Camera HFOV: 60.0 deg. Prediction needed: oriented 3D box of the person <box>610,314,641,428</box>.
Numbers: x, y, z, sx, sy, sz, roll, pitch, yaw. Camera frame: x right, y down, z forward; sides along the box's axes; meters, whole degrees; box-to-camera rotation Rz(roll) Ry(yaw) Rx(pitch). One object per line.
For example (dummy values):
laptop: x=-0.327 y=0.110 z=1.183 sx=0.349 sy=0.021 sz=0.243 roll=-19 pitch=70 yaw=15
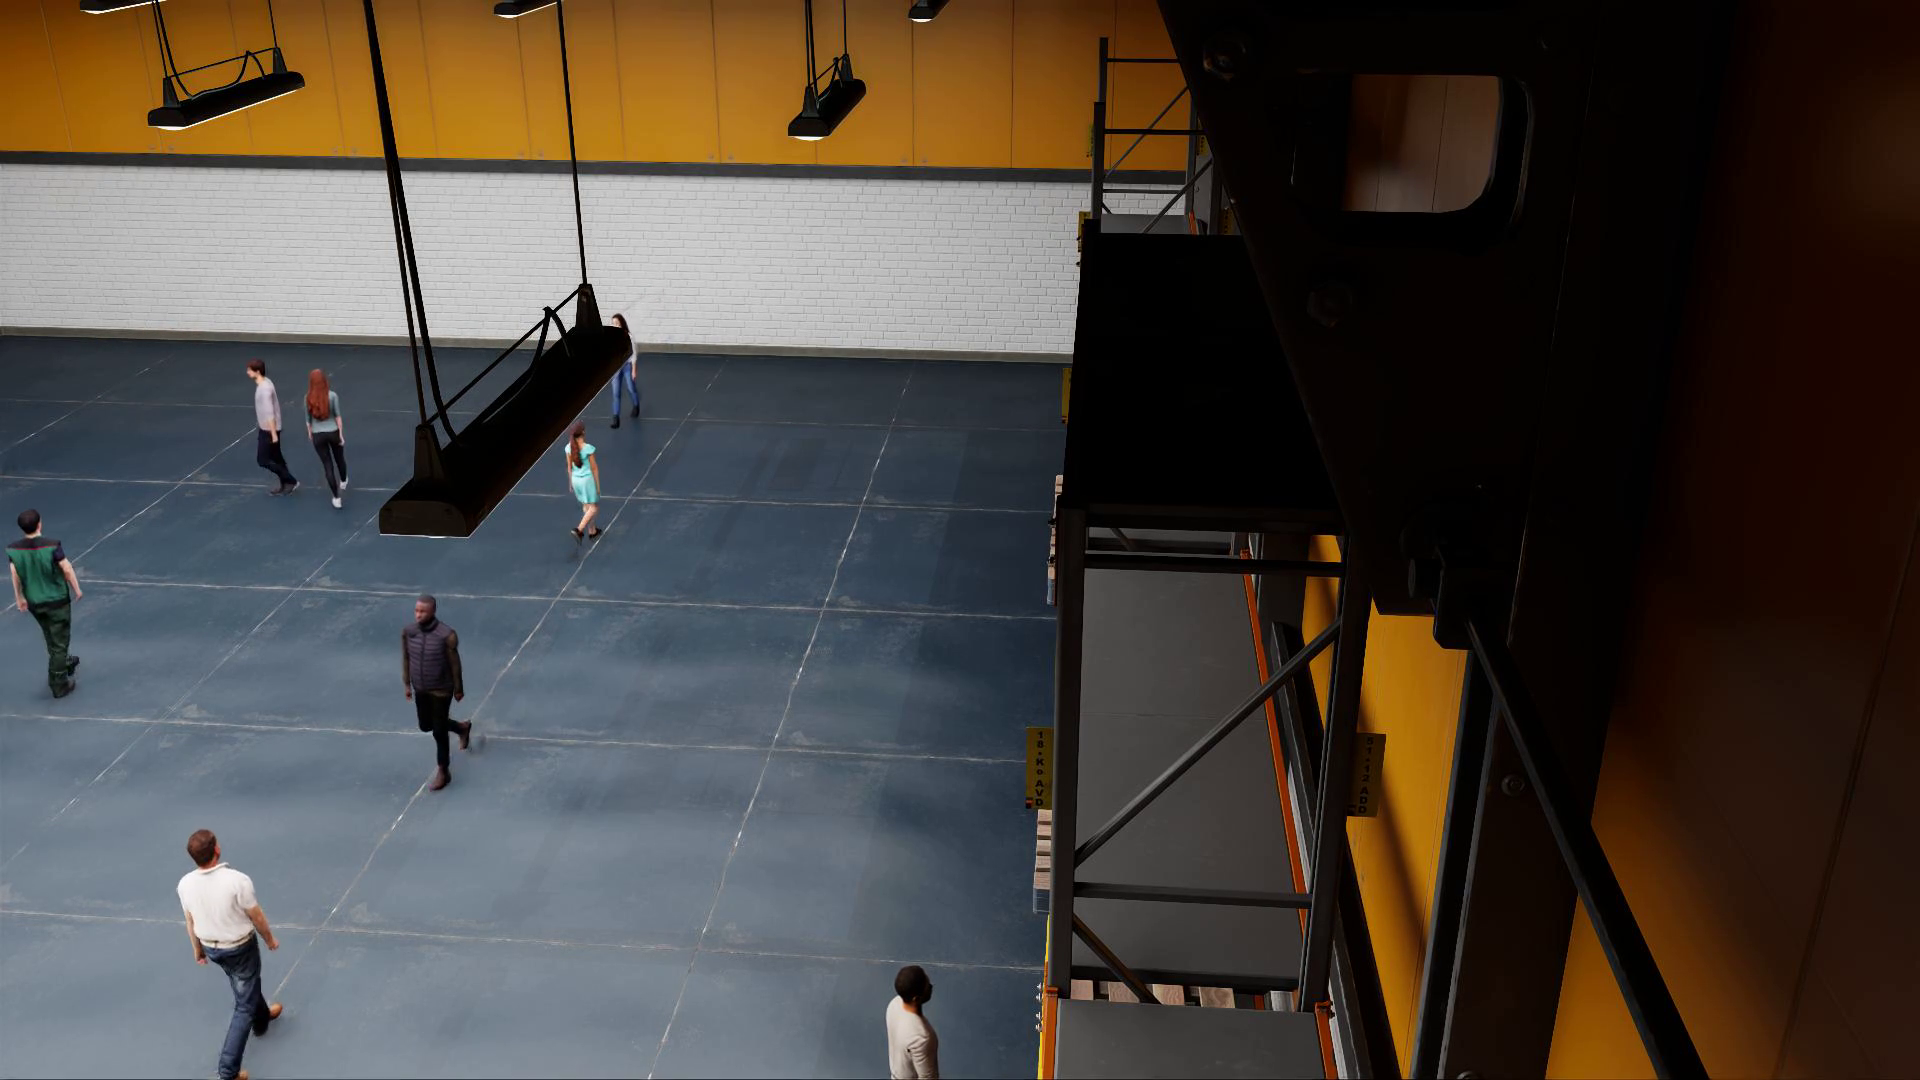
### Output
person: x=-4.727 y=-2.419 z=23.560 sx=0.714 sy=1.585 sz=1.070 roll=5 pitch=24 yaw=12

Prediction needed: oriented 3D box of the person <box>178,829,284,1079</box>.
person: x=-4.965 y=2.829 z=11.259 sx=0.772 sy=1.822 sz=1.220 roll=5 pitch=24 yaw=10

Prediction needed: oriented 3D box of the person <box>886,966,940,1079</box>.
person: x=-0.287 y=3.341 z=10.099 sx=0.795 sy=1.812 sz=0.674 roll=-11 pitch=26 yaw=-24

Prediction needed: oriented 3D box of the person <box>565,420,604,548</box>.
person: x=-4.441 y=-0.653 z=19.568 sx=0.711 sy=1.546 sz=0.962 roll=9 pitch=25 yaw=19

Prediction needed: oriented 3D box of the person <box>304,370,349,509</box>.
person: x=-7.873 y=-1.227 z=20.683 sx=0.879 sy=1.706 sz=1.109 roll=-9 pitch=25 yaw=-20

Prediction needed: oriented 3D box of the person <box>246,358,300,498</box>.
person: x=-8.604 y=-1.420 z=20.967 sx=0.869 sy=1.832 sz=0.776 roll=-9 pitch=25 yaw=-20

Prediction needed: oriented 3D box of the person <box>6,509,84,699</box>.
person: x=-8.923 y=0.644 z=16.197 sx=0.714 sy=1.870 sz=0.981 roll=1 pitch=24 yaw=1

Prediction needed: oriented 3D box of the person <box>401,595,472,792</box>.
person: x=-4.628 y=1.287 z=14.796 sx=0.838 sy=1.813 sz=1.071 roll=7 pitch=25 yaw=16
